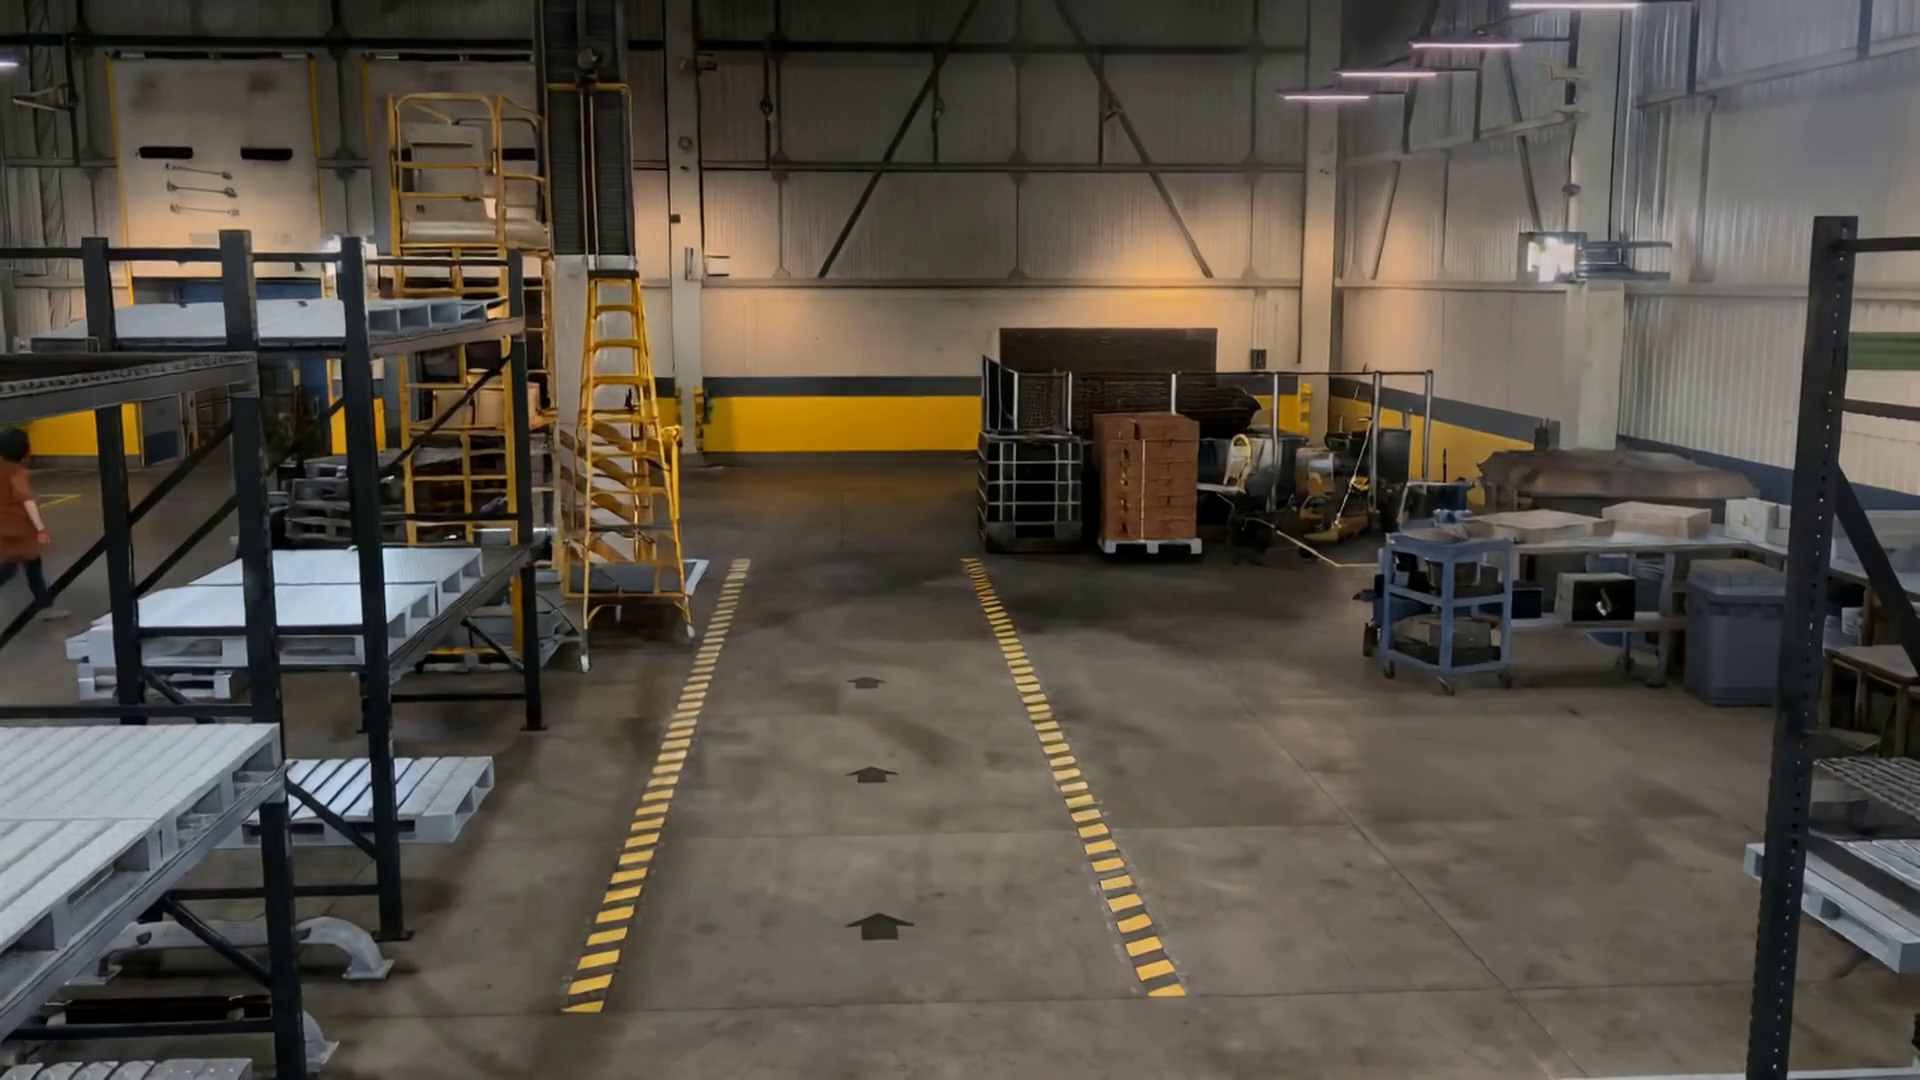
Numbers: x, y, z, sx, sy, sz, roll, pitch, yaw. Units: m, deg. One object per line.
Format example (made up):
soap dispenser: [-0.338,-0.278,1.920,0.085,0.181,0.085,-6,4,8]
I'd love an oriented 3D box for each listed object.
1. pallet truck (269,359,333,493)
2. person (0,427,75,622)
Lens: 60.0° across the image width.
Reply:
pallet truck: [-7.062,-1.131,18.996,1.885,1.965,0.823,2,9,13]
person: [-7.720,-0.088,13.502,0.850,1.660,0.535,-9,13,-44]
